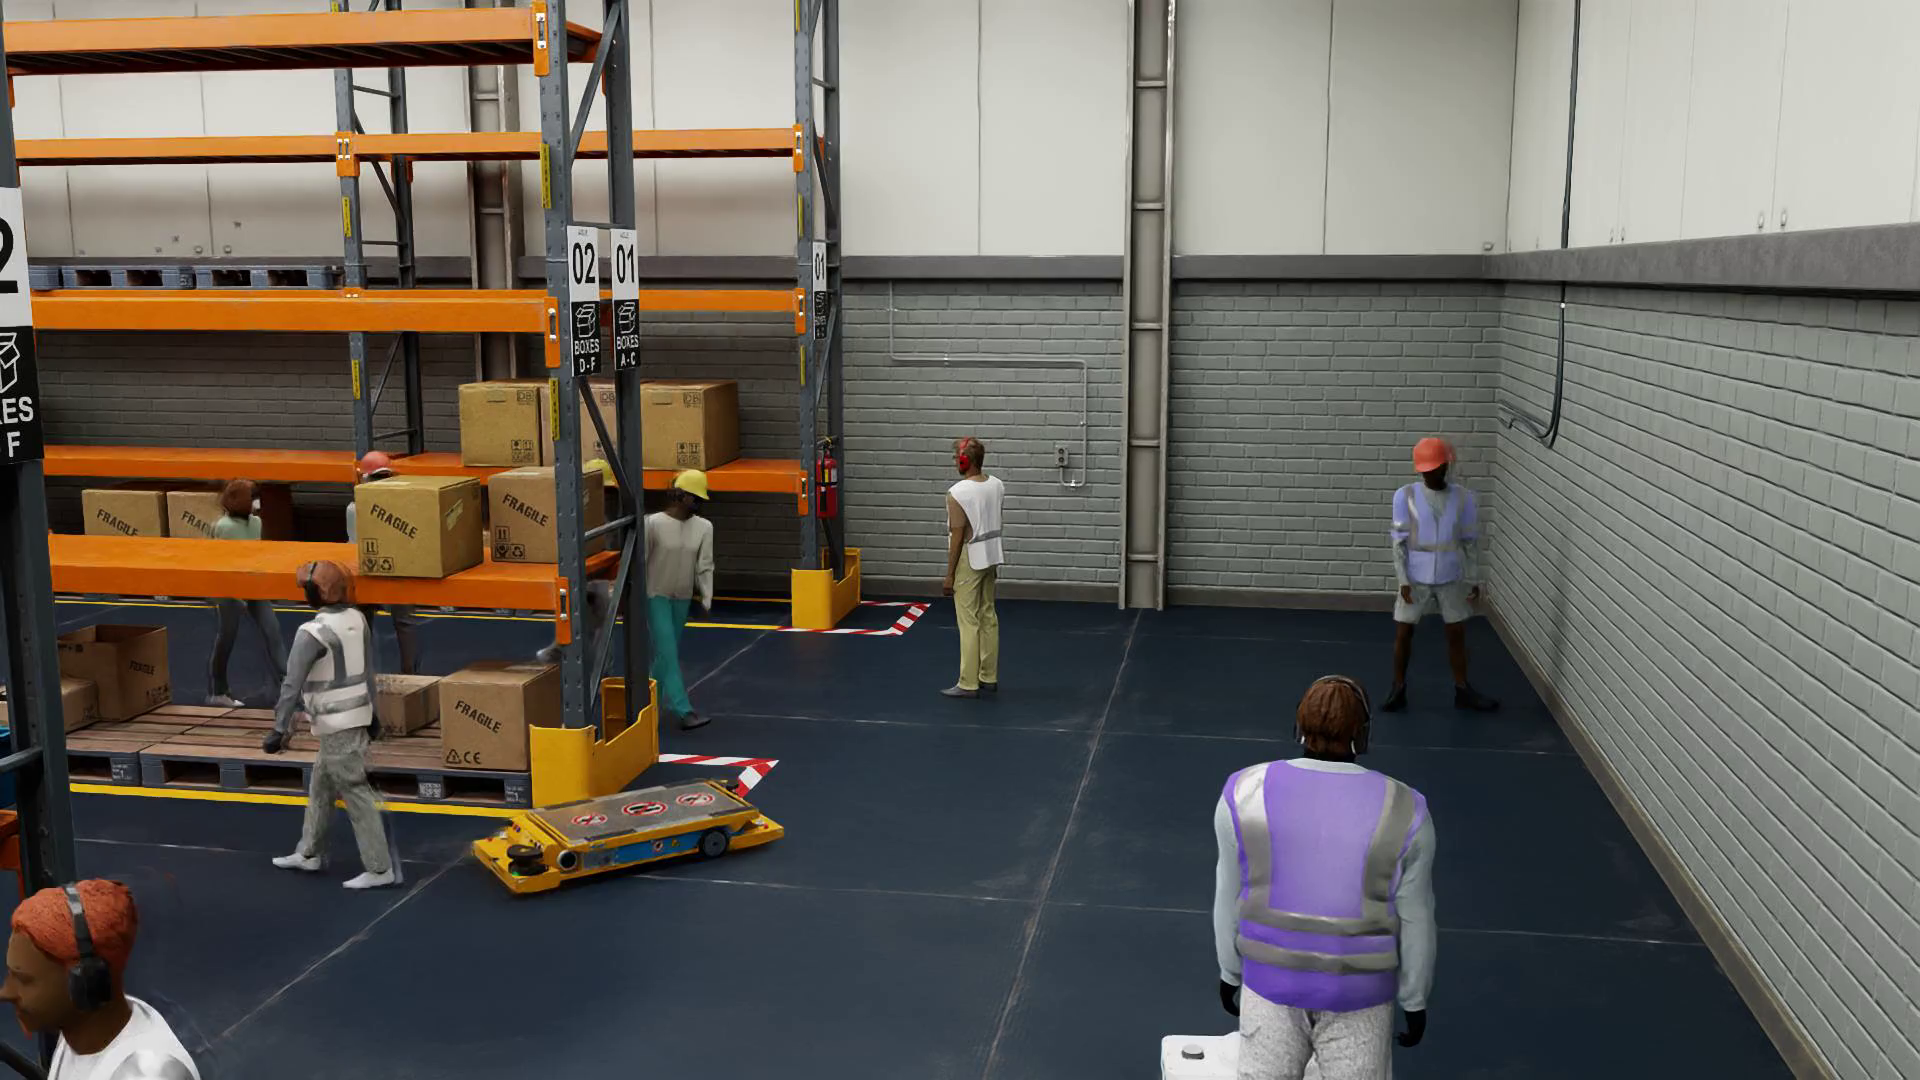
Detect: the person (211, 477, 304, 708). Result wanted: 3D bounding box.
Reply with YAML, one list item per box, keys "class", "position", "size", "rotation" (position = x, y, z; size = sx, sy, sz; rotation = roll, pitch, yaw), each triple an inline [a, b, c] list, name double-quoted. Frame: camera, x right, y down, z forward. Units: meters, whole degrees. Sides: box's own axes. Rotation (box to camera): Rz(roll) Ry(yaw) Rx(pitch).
- class: "person"
  position: [-4.806, 0.374, 11.339]
  size: [0.811, 1.599, 0.505]
  rotation: [2, 9, 12]

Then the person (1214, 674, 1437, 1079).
- class: "person"
  position: [1.065, 1.301, 4.898]
  size: [0.643, 1.832, 0.431]
  rotation: [3, 10, 17]

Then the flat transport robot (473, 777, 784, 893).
- class: "flat transport robot"
  position: [-1.690, 1.487, 8.536]
  size: [1.431, 0.197, 0.652]
  rotation: [-6, 11, -33]

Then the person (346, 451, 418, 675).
- class: "person"
  position: [-4.152, 0.230, 11.839]
  size: [0.788, 1.718, 0.590]
  rotation: [8, 12, 40]

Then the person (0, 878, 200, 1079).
- class: "person"
  position: [-1.700, 1.562, 3.222]
  size: [0.965, 1.831, 0.608]
  rotation: [-8, 12, -39]

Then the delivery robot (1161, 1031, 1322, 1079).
- class: "delivery robot"
  position: [1.025, 1.792, 5.469]
  size: [0.707, 0.478, 0.477]
  rotation: [1, 9, 3]

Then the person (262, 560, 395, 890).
- class: "person"
  position: [-3.105, 0.901, 8.043]
  size: [0.789, 1.604, 0.531]
  rotation: [1, 9, 5]

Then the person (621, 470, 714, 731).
- class: "person"
  position: [-1.863, 0.395, 10.855]
  size: [0.587, 1.702, 0.863]
  rotation: [-7, 12, -39]

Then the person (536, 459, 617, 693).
- class: "person"
  position: [-2.636, 0.268, 11.646]
  size: [0.628, 1.701, 0.514]
  rotation: [-1, 9, -8]

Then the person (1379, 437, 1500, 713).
- class: "person"
  position: [3.295, 0.250, 11.223]
  size: [0.787, 1.902, 0.387]
  rotation: [0, 9, 1]

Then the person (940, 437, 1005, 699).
- class: "person"
  position: [0.101, 0.197, 11.668]
  size: [0.389, 1.846, 0.567]
  rotation: [7, 11, 35]
